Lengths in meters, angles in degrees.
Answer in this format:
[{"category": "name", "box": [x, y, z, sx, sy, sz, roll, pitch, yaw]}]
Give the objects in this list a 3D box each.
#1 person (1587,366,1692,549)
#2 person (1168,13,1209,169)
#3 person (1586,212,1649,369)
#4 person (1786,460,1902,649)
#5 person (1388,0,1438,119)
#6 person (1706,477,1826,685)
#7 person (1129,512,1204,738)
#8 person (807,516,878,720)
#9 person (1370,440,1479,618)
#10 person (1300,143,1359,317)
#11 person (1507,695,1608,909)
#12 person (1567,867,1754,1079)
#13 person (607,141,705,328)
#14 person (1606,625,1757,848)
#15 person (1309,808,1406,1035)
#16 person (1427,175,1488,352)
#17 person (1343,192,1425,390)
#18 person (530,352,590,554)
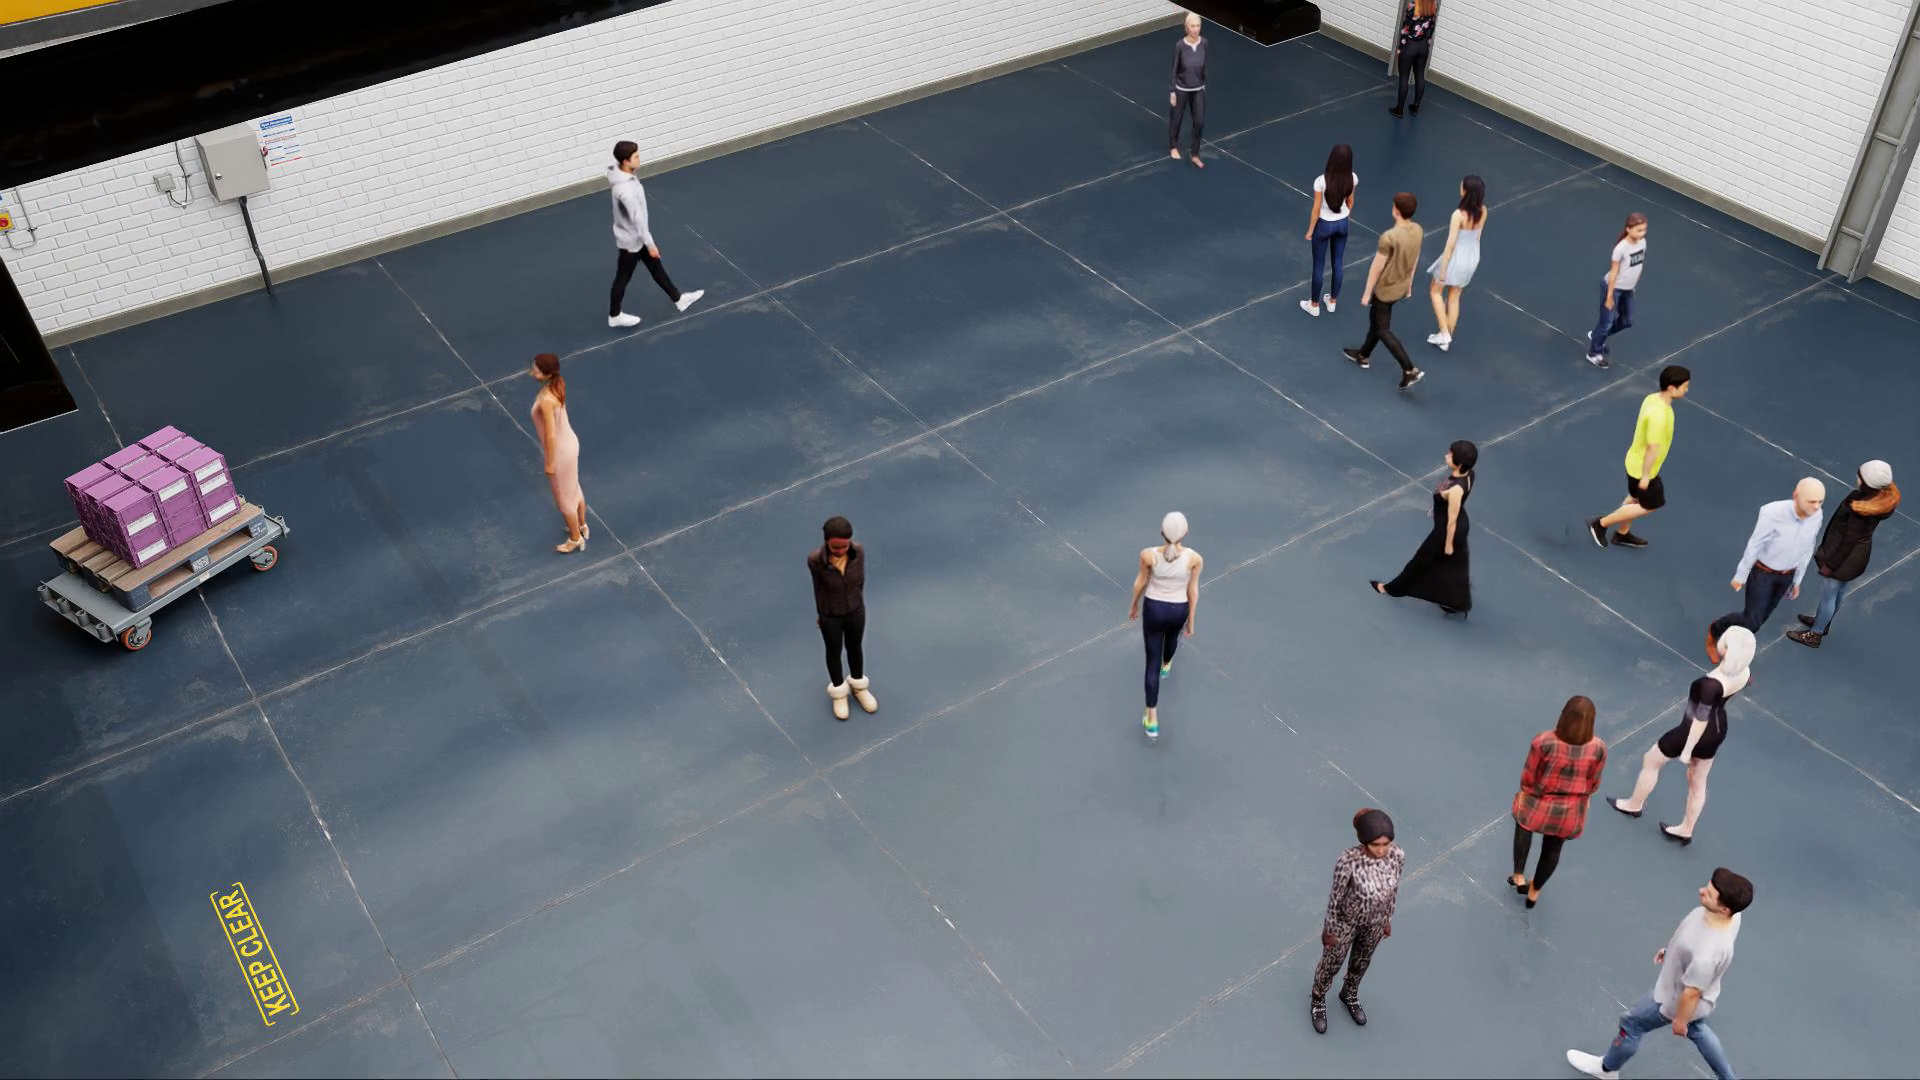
[{"category": "person", "box": [5.301, -0.624, 13.049, 0.915, 1.701, 0.852, 10, 40, 12]}, {"category": "person", "box": [2.528, -5.099, 18.646, 0.805, 1.708, 0.914, -8, 39, -10]}, {"category": "person", "box": [6.018, -2.345, 15.325, 0.587, 1.549, 0.645, -19, 42, -22]}, {"category": "person", "box": [6.504, 0.094, 12.201, 0.662, 1.636, 0.674, 32, 48, 33]}, {"category": "person", "box": [5.353, -5.802, 19.549, 0.629, 1.681, 0.615, -10, 40, -12]}, {"category": "person", "box": [5.771, 0.211, 11.940, 0.759, 1.779, 0.826, -6, 39, -8]}, {"category": "person", "box": [1.414, 0.603, 11.549, 1.109, 1.654, 1.244, 2, 39, 3]}, {"category": "person", "box": [-0.843, 0.488, 11.687, 0.670, 1.661, 0.608, -23, 44, -26]}, {"category": "person", "box": [3.734, -0.040, 12.427, 1.085, 1.563, 0.848, 21, 43, 24]}, {"category": "person", "box": [3.557, -2.974, 15.932, 0.654, 1.774, 0.628, -9, 40, -12]}, {"category": "person", "box": [3.636, 1.665, 10.191, 0.720, 1.691, 0.796, 11, 40, 14]}, {"category": "person", "box": [4.043, 2.469, 9.054, 1.282, 1.852, 0.972, 23, 44, 26]}, {"category": "person", "box": [-3.188, -2.830, 15.669, 1.107, 1.877, 1.242, -7, 39, -9]}, {"category": "person", "box": [4.766, 1.293, 10.556, 0.611, 1.816, 0.801, -22, 43, -25]}, {"category": "person", "box": [2.275, 2.177, 9.531, 0.665, 1.714, 0.685, -7, 39, -9]}, {"category": "person", "box": [4.681, -2.513, 15.406, 0.638, 1.711, 0.656, -18, 42, -21]}, {"category": "person", "box": [3.925, -2.208, 14.932, 0.722, 1.826, 1.180, -26, 46, -29]}, {"category": "person", "box": [-3.133, -0.693, 13.032, 0.745, 1.829, 0.657, 5, 39, 6]}]
